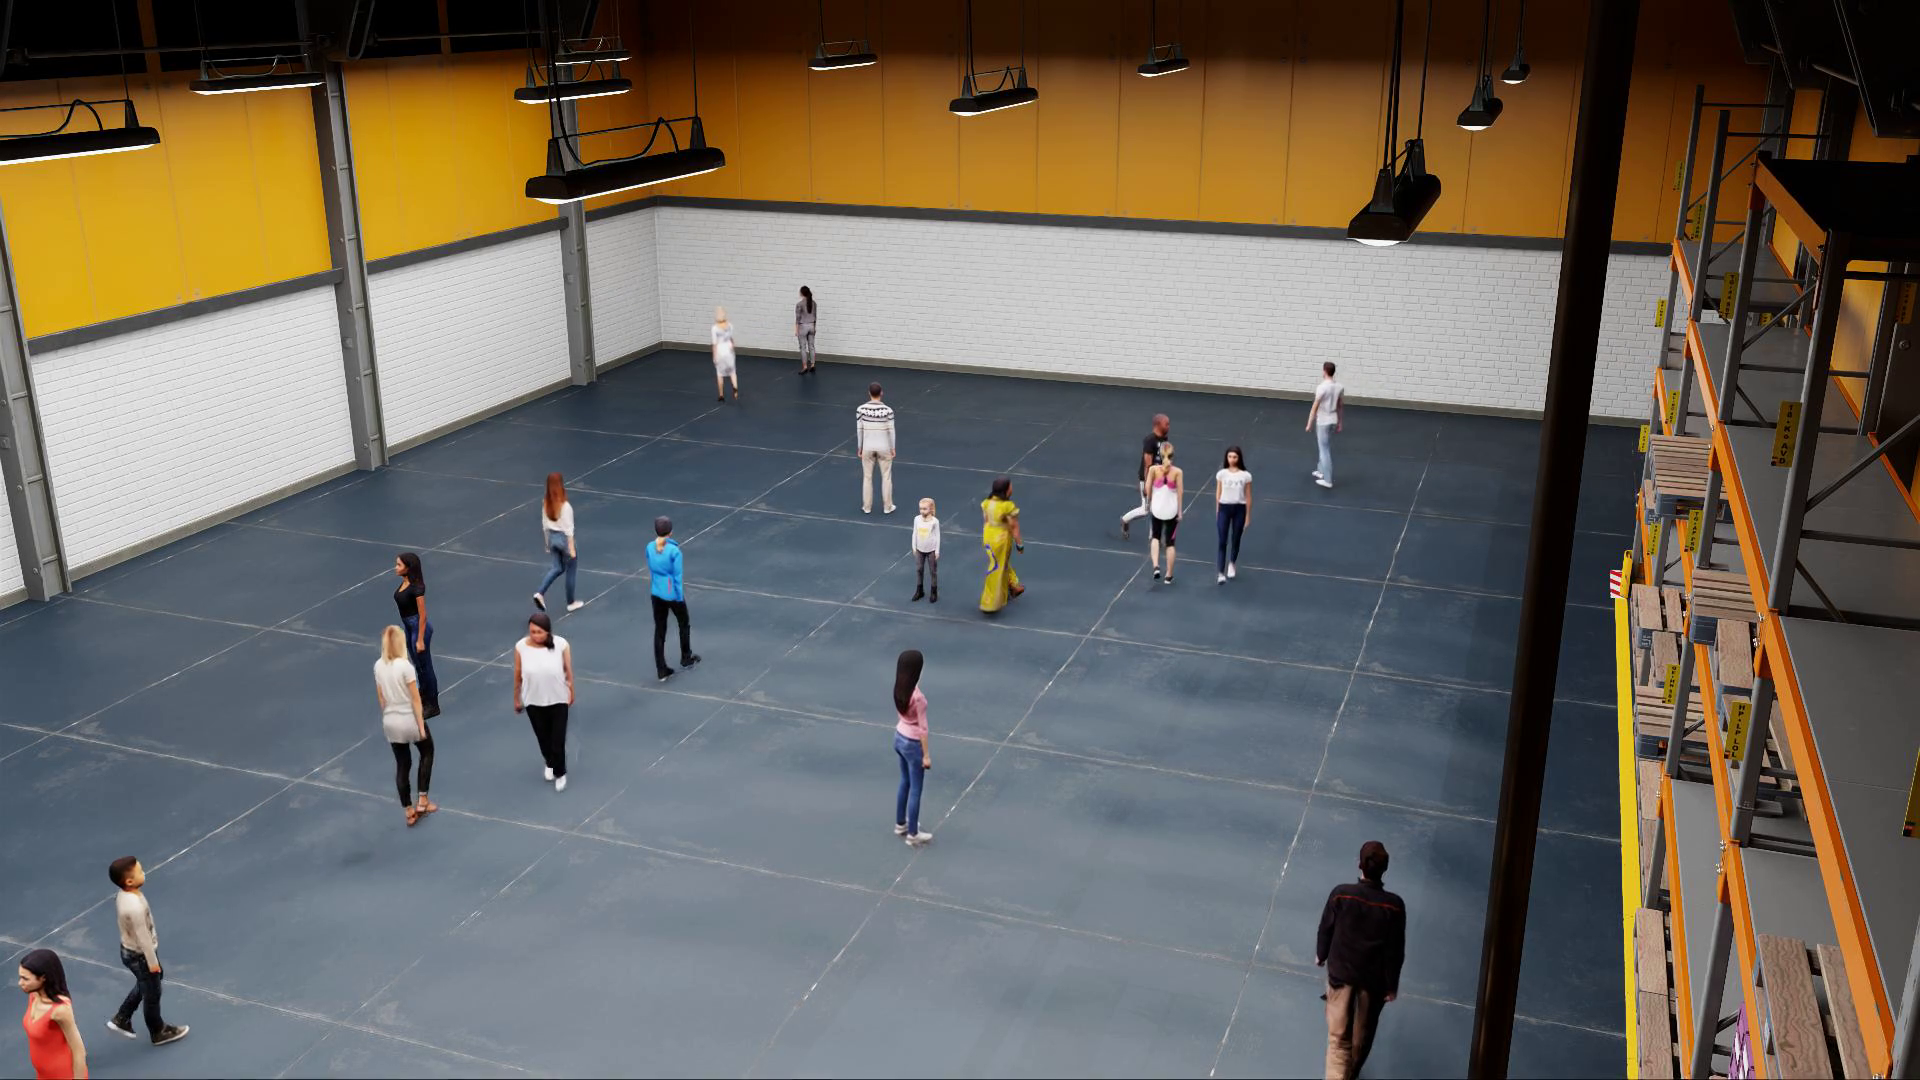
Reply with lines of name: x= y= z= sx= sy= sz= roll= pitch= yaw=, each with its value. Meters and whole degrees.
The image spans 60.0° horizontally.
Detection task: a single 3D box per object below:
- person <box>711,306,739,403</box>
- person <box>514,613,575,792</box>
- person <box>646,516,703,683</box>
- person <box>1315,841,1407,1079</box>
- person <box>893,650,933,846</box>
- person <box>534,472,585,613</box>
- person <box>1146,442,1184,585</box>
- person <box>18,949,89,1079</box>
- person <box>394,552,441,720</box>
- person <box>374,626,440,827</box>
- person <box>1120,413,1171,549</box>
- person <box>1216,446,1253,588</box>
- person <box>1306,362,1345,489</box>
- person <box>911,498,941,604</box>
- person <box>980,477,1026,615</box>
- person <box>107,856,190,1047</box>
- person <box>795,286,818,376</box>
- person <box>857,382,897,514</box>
person: x=-4.079 y=-3.214 z=29.071 sx=0.921 sy=1.735 sz=0.987 roll=-8 pitch=20 yaw=-23
person: x=-3.806 y=1.430 z=15.384 sx=0.818 sy=1.669 sz=0.912 roll=0 pitch=19 yaw=0
person: x=-3.148 y=0.639 z=17.553 sx=0.700 sy=1.783 sz=0.912 roll=9 pitch=21 yaw=26
person: x=2.548 y=2.884 z=10.726 sx=0.829 sy=1.886 sz=1.290 roll=4 pitch=19 yaw=11
person: x=-0.431 y=1.759 z=14.297 sx=0.683 sy=1.740 sz=0.640 roll=-10 pitch=21 yaw=-28
person: x=-4.703 y=0.063 z=19.371 sx=0.722 sy=1.715 sz=0.967 roll=12 pitch=22 yaw=33
person: x=2.478 y=-0.305 z=20.385 sx=0.678 sy=1.767 sz=0.780 roll=4 pitch=19 yaw=13
person: x=-5.394 y=3.219 z=9.994 sx=0.639 sy=1.719 sz=0.588 roll=12 pitch=22 yaw=32
person: x=-5.453 y=0.940 z=16.728 sx=0.684 sy=1.739 sz=0.651 roll=-13 pitch=23 yaw=-34
person: x=-4.904 y=1.663 z=14.480 sx=0.660 sy=1.805 sz=0.668 roll=5 pitch=19 yaw=13
person: x=2.447 y=-0.778 z=21.774 sx=0.965 sy=1.776 sz=1.024 roll=17 pitch=25 yaw=41
person: x=3.360 y=-0.317 z=20.473 sx=0.723 sy=1.731 sz=1.162 roll=3 pitch=19 yaw=10
person: x=5.424 y=-1.664 z=24.313 sx=0.897 sy=1.834 sz=0.933 roll=-14 pitch=23 yaw=-35
person: x=-0.395 y=0.106 z=19.928 sx=0.483 sy=1.278 sz=0.476 roll=7 pitch=20 yaw=19
person: x=0.398 y=0.087 z=19.440 sx=1.258 sy=1.626 sz=1.116 roll=-15 pitch=24 yaw=-38
person: x=-5.720 y=2.861 z=11.468 sx=0.839 sy=1.456 sz=0.760 roll=-13 pitch=23 yaw=-34
person: x=-2.894 y=-3.959 z=31.375 sx=0.690 sy=1.677 sz=0.790 roll=-14 pitch=23 yaw=-36
person: x=-1.167 y=-1.284 z=23.144 sx=0.741 sy=1.860 sz=0.648 roll=2 pitch=19 yaw=5
